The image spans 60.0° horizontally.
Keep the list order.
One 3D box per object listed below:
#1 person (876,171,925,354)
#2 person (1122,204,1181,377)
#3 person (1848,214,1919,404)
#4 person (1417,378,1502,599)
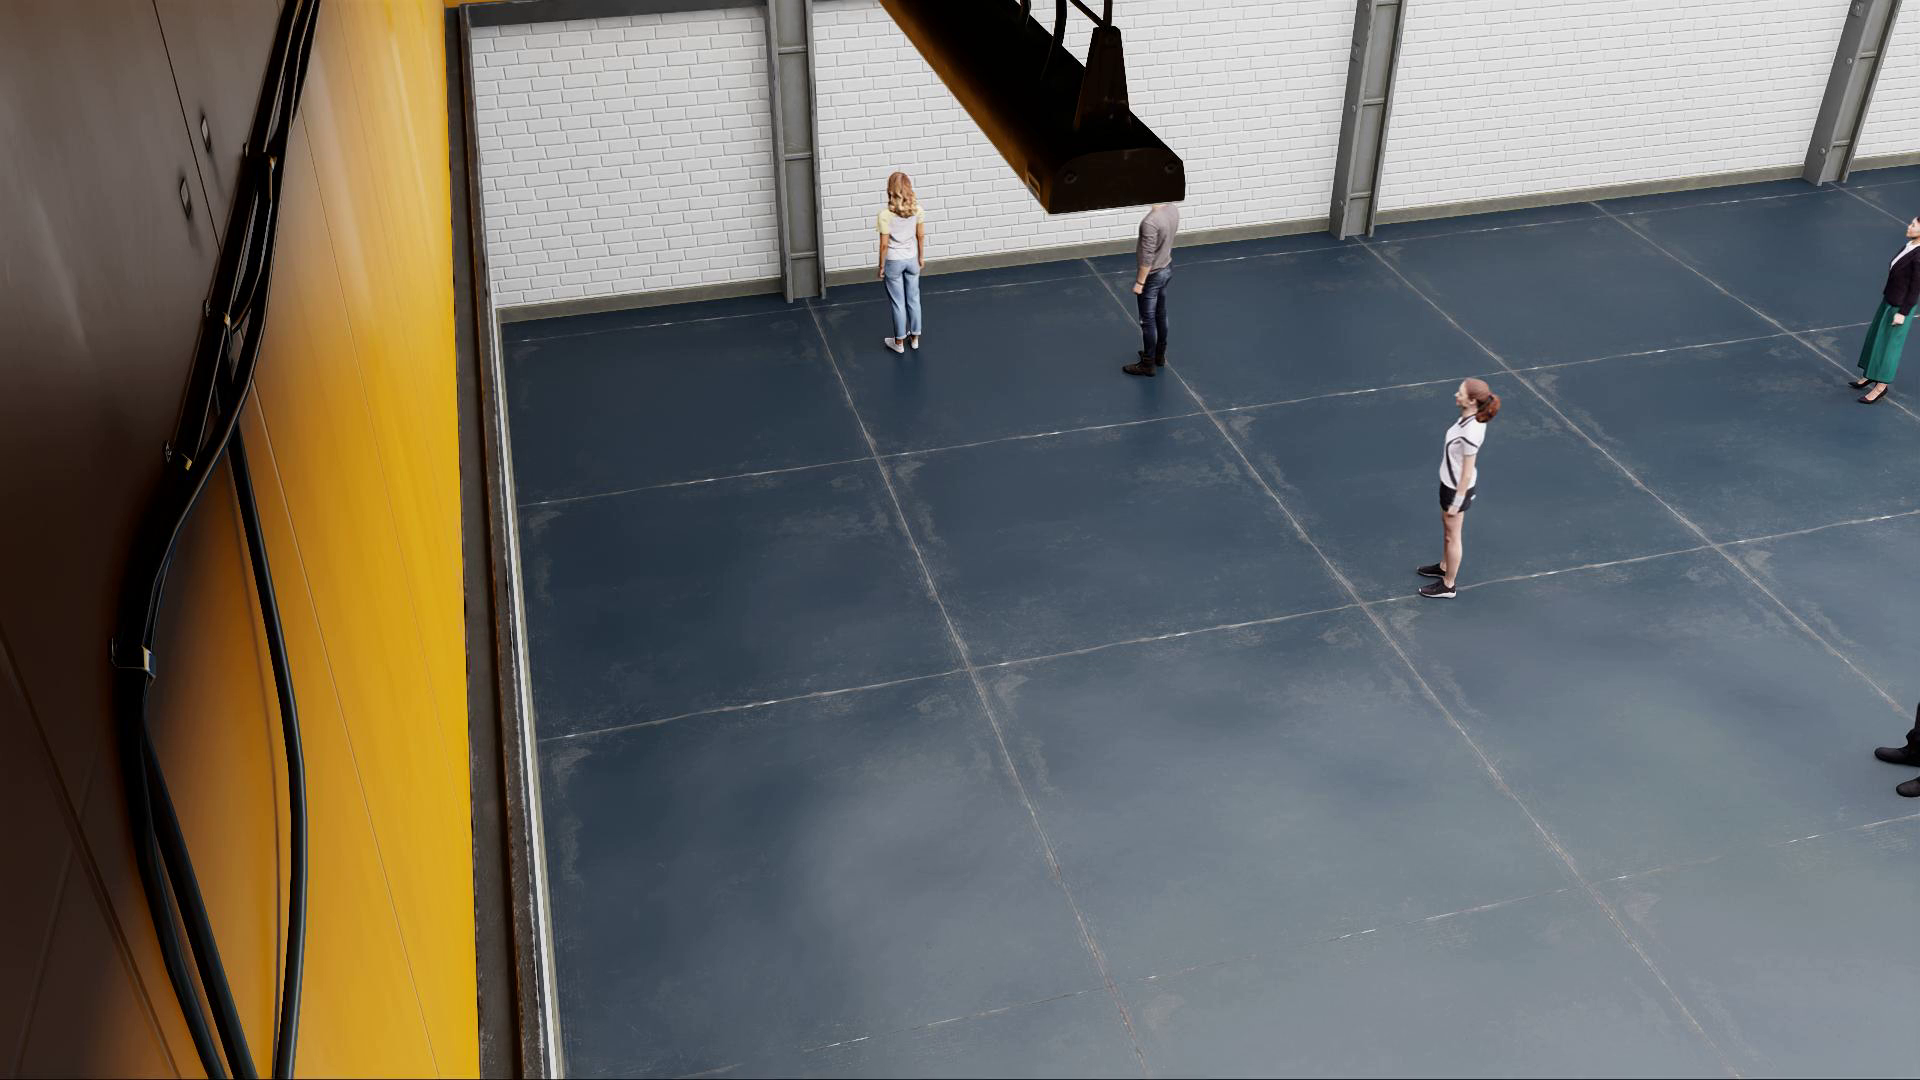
[{"bbox_3d":[-0.540,-2.545,15.272,0.566,1.722,0.741,-17,37,-24],"label":"person"},{"bbox_3d":[1.742,-2.380,14.859,0.825,1.903,0.758,19,38,26],"label":"person"},{"bbox_3d":[8.155,-2.025,14.474,0.673,1.740,0.692,6,34,9],"label":"person"},{"bbox_3d":[3.591,-0.380,11.988,0.689,1.752,0.659,7,34,11],"label":"person"}]
